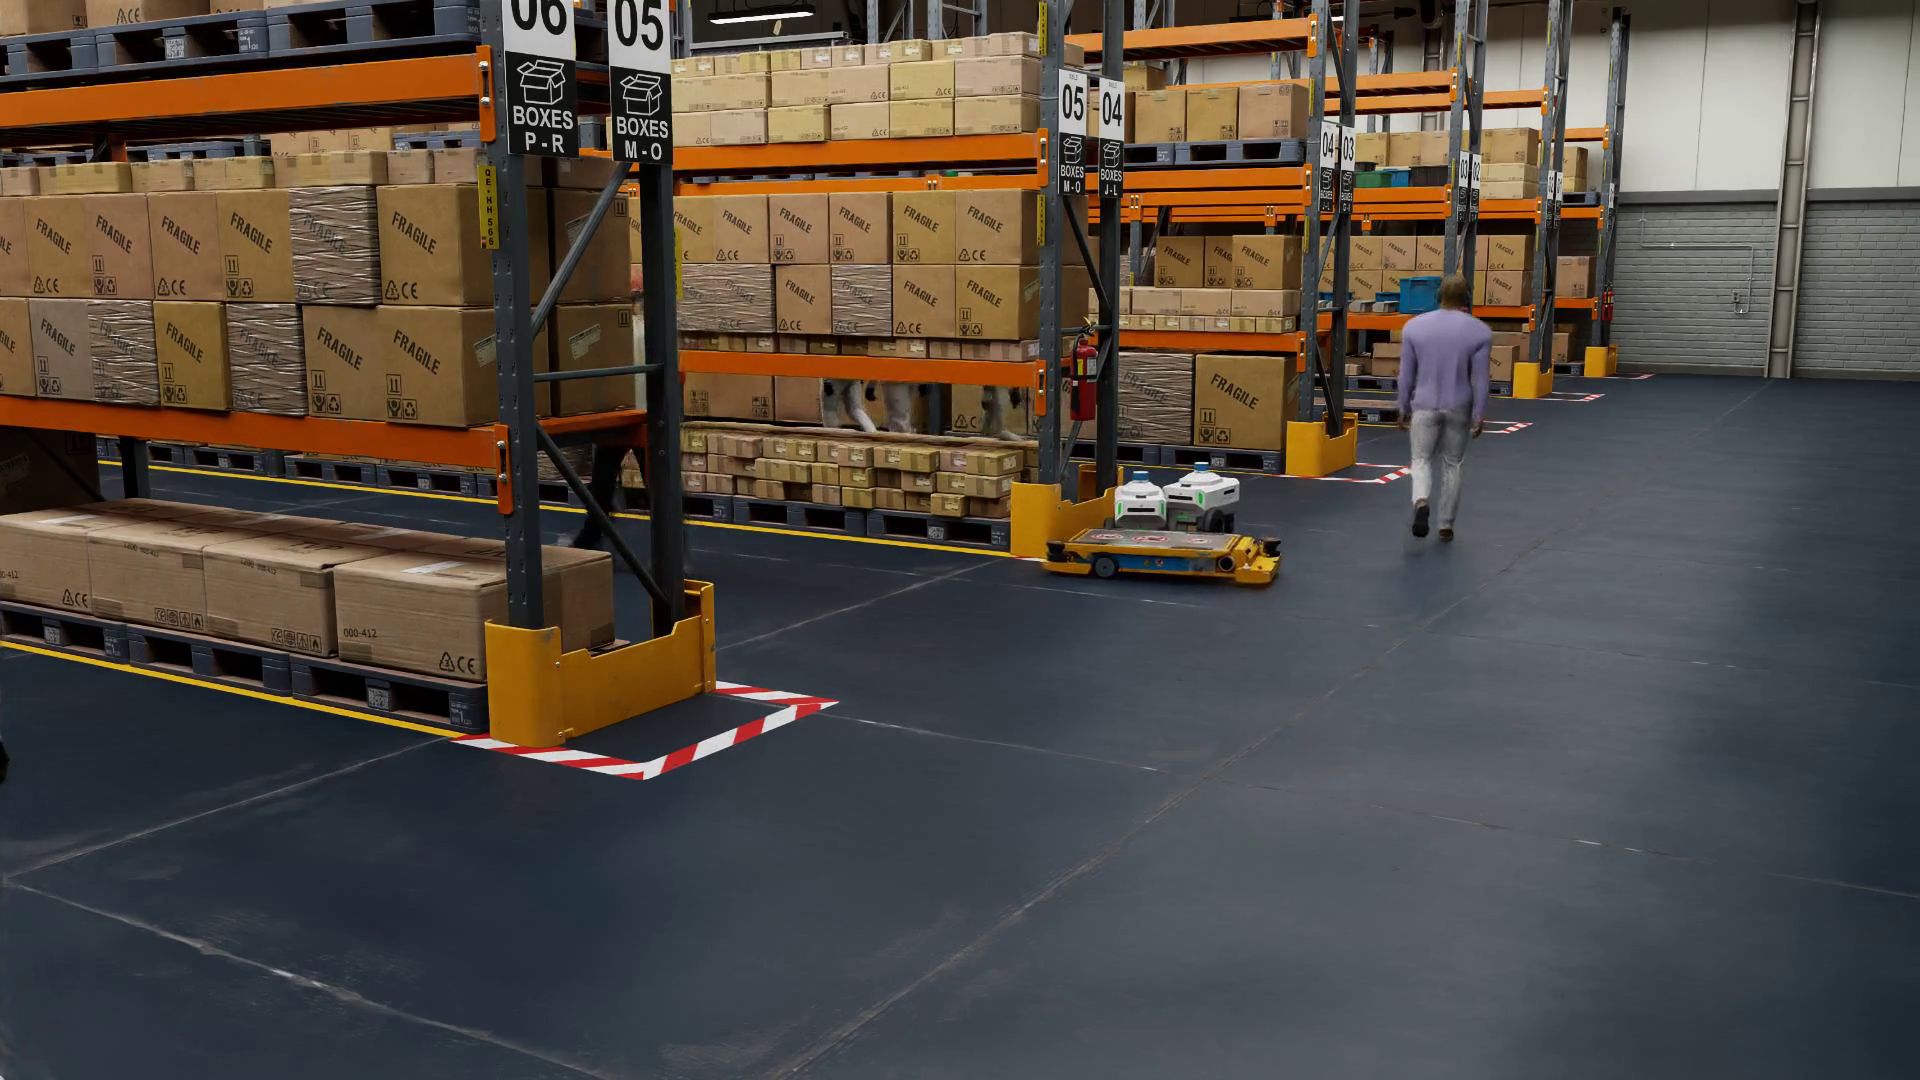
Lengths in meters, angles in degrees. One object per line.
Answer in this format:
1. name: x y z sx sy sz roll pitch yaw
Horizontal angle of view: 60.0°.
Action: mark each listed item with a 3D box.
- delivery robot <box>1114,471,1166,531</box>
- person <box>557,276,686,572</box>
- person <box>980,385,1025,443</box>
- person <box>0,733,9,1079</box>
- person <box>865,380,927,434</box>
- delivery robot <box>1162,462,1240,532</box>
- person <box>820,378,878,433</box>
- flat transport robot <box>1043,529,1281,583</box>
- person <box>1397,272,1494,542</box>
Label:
1. delivery robot: 1.231 -0.229 11.391 0.477 0.478 0.707 1 10 5
2. person: -2.169 -0.760 10.737 1.039 1.935 0.651 6 11 32
3. person: 0.406 -1.329 14.366 0.806 1.838 0.522 3 10 19
4. person: -2.447 0.445 3.819 0.618 1.893 0.617 3 10 17
5. person: -0.619 -1.426 14.981 0.703 1.813 0.654 7 12 36
6. delivery robot: 1.724 -0.314 11.894 0.477 0.478 0.707 6 12 32
7. person: -1.078 -1.580 15.884 0.737 1.821 0.632 9 13 42
8. flat transport robot: 1.302 0.087 10.648 1.431 0.197 0.652 3 10 16
9. person: 3.397 -0.915 11.690 0.643 1.918 0.595 3 10 18
